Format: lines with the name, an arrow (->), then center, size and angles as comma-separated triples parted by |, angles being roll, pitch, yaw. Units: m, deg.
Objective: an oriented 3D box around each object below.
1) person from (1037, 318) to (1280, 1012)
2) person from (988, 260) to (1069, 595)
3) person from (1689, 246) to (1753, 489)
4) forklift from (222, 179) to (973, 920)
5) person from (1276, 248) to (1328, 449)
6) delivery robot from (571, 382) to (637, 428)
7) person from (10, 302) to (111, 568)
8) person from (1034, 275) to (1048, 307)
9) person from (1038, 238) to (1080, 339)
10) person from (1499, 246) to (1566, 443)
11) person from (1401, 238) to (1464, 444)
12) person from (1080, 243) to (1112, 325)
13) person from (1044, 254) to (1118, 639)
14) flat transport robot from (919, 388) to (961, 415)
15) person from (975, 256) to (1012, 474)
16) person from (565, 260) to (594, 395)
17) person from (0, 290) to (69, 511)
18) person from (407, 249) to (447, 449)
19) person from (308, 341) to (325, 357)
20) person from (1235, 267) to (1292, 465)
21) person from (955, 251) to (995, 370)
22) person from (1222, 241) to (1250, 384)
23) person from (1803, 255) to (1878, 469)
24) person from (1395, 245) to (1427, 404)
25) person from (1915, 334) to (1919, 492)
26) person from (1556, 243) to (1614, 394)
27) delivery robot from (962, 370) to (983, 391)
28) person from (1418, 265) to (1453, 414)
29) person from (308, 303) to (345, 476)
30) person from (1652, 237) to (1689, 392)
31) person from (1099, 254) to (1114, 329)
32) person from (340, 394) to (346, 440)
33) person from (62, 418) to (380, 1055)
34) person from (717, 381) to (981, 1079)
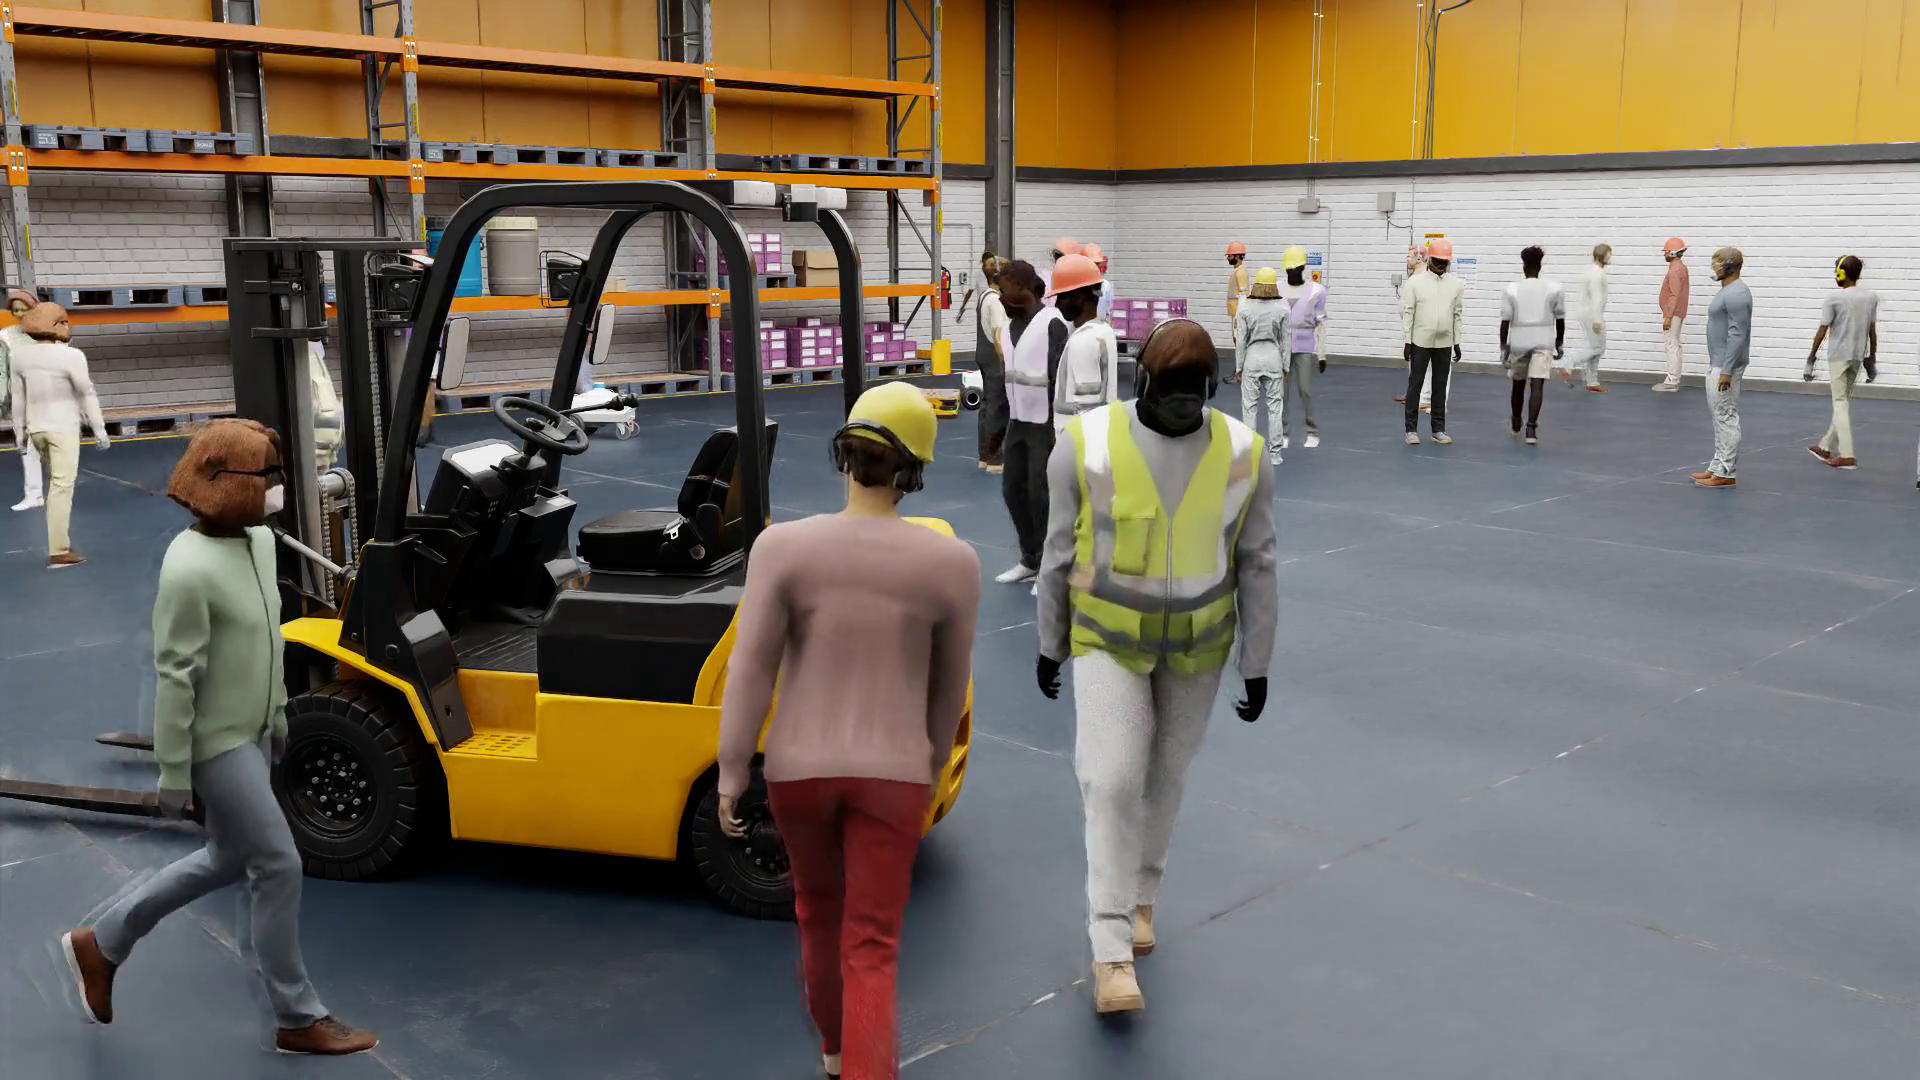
person -> 0.540, 0.325, 4.416 | 0.637, 1.801, 0.873 | -1, 10, -5
person -> 0.448, -0.633, 9.475 | 0.366, 1.888, 0.638 | -7, 12, -33
person -> 6.125, -1.376, 13.329 | 0.354, 1.936, 0.635 | 3, 11, 18
forklift -> -1.114, -0.058, 5.440 | 2.313, 2.155, 1.214 | 2, 11, 13
person -> 3.181, -1.817, 15.864 | 0.628, 1.893, 0.458 | 5, 11, 25
delivery robot -> -3.591, -1.330, 16.593 | 0.707, 0.478, 0.477 | 1, 10, 8
person -> -5.530, -0.649, 10.256 | 0.520, 1.618, 0.533 | 3, 11, 15
person -> 0.826, -1.589, 15.198 | 0.644, 1.670, 0.544 | -2, 11, -12
person -> 0.961, -2.005, 16.639 | 0.622, 2.001, 0.720 | 6, 12, 29
person -> 5.636, -1.927, 16.408 | 0.614, 1.916, 0.993 | 5, 11, 24
person -> 4.597, -1.925, 16.178 | 0.609, 1.992, 0.383 | -1, 10, -7
person -> 1.314, -2.029, 16.887 | 0.548, 1.938, 0.358 | -5, 12, -28
person -> 0.593, -0.440, 8.252 | 0.368, 1.929, 0.542 | 2, 11, 13
flat transport robot -> -0.339, -1.593, 19.058 | 0.652, 0.197, 1.431 | 0, 10, 2
person -> 0.311, -1.482, 14.160 | 0.346, 1.847, 0.507 | -2, 11, -13
person -> -4.033, -2.073, 17.636 | 0.381, 1.760, 0.529 | -9, 14, -41
person -> -6.774, -1.011, 12.190 | 0.529, 1.627, 0.363 | -2, 11, -9
person -> -5.212, -1.819, 15.868 | 0.565, 1.890, 0.966 | 1, 10, 3
person -> -5.551, -1.500, 14.006 | 0.372, 1.940, 0.631 | -2, 11, -13
person -> 2.676, -1.533, 14.713 | 0.493, 1.743, 0.301 | 1, 10, 5
person -> 0.338, -3.243, 23.891 | 0.674, 1.801, 0.949 | 5, 12, 27
person -> 3.767, -3.094, 22.697 | 0.379, 1.936, 0.548 | 1, 10, 6
person -> 7.687, -1.568, 14.635 | 0.560, 1.838, 0.782 | -2, 11, -11
person -> 5.471, -2.585, 20.009 | 0.403, 1.906, 0.652 | 1, 10, 4
person -> 7.740, -1.253, 12.942 | 0.404, 1.833, 0.591 | -3, 11, -18
person -> 8.041, -2.821, 21.244 | 0.567, 1.924, 0.644 | 4, 11, 21
delivery robot -> 0.380, -1.854, 19.452 | 0.707, 0.478, 0.477 | 0, 10, 0
person -> 5.403, -2.358, 18.948 | 0.430, 1.845, 0.621 | -4, 11, -20
person -> -3.336, -0.430, 8.459 | 0.403, 1.830, 0.595 | -1, 10, -3
person -> 9.253, -2.928, 21.637 | 0.396, 1.992, 0.623 | 7, 12, 32
person -> 1.433, -2.194, 18.092 | 0.456, 1.818, 0.617 | -9, 13, -39
person -> -5.918, -1.887, 16.520 | 0.640, 1.791, 0.983 | 6, 12, 28
person -> -1.866, 0.493, 4.077 | 0.737, 1.604, 0.505 | 0, 10, -3
person -> -0.239, 0.514, 3.674 | 0.559, 1.701, 0.777 | 0, 10, 2
